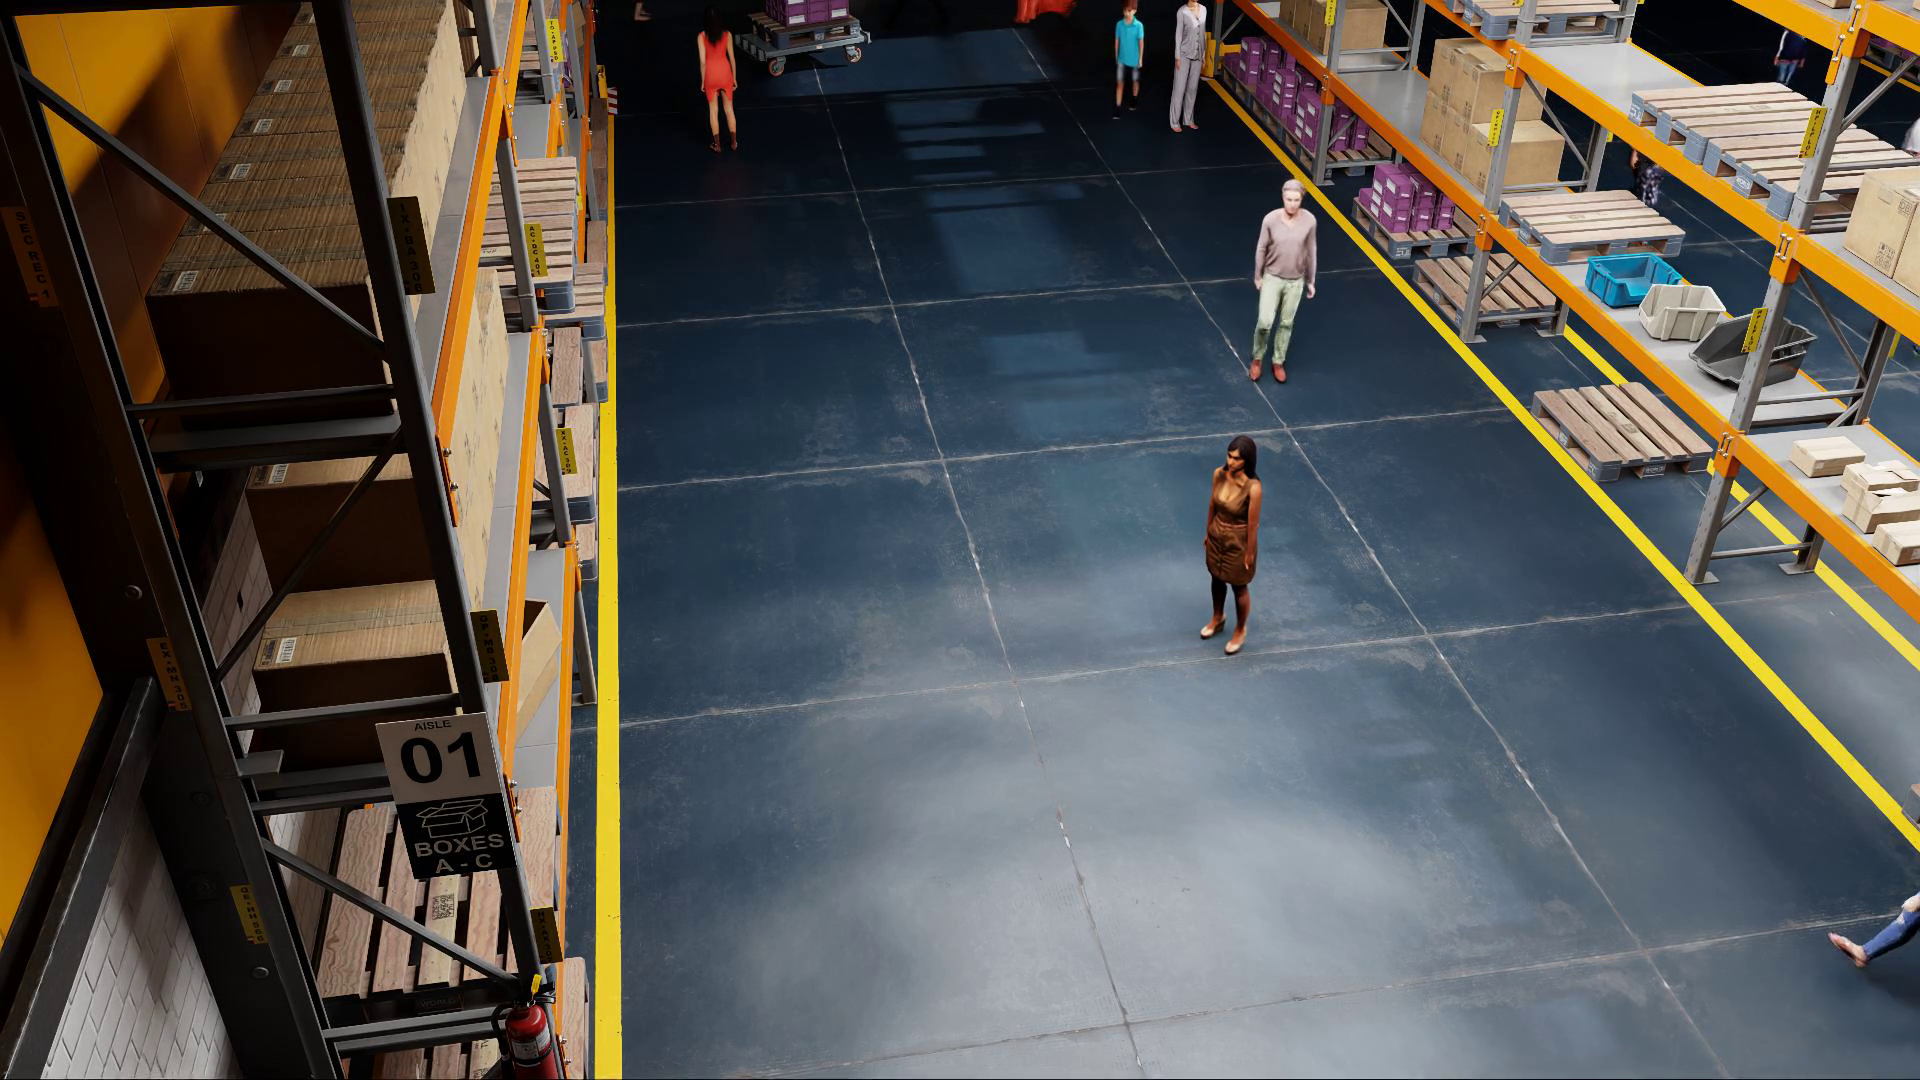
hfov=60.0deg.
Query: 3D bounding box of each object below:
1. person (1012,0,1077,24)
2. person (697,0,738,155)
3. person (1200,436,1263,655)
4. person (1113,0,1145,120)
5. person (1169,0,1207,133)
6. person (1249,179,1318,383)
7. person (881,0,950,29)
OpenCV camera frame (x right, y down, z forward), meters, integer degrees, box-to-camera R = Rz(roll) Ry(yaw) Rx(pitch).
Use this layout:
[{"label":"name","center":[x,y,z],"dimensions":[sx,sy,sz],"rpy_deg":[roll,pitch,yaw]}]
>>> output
[{"label":"person","center":[1.240,-8.189,23.570],"dimensions":[0.855,1.771,1.142],"rpy_deg":[1,34,2]},{"label":"person","center":[-2.825,-5.374,19.382],"dimensions":[0.628,1.719,0.568],"rpy_deg":[-12,35,-17]},{"label":"person","center":[1.846,0.025,11.290],"dimensions":[0.700,1.684,0.600],"rpy_deg":[-26,41,-33]},{"label":"person","center":[2.116,-5.975,20.555],"dimensions":[0.796,1.420,1.016],"rpy_deg":[9,35,14]},{"label":"person","center":[2.747,-5.830,20.018],"dimensions":[0.654,1.774,0.644],"rpy_deg":[-17,37,-24]},{"label":"person","center":[2.840,-2.316,14.654],"dimensions":[0.731,1.859,0.704],"rpy_deg":[0,34,0]},{"label":"person","center":[-0.506,-7.996,23.379],"dimensions":[0.869,1.661,1.192],"rpy_deg":[0,34,0]}]
